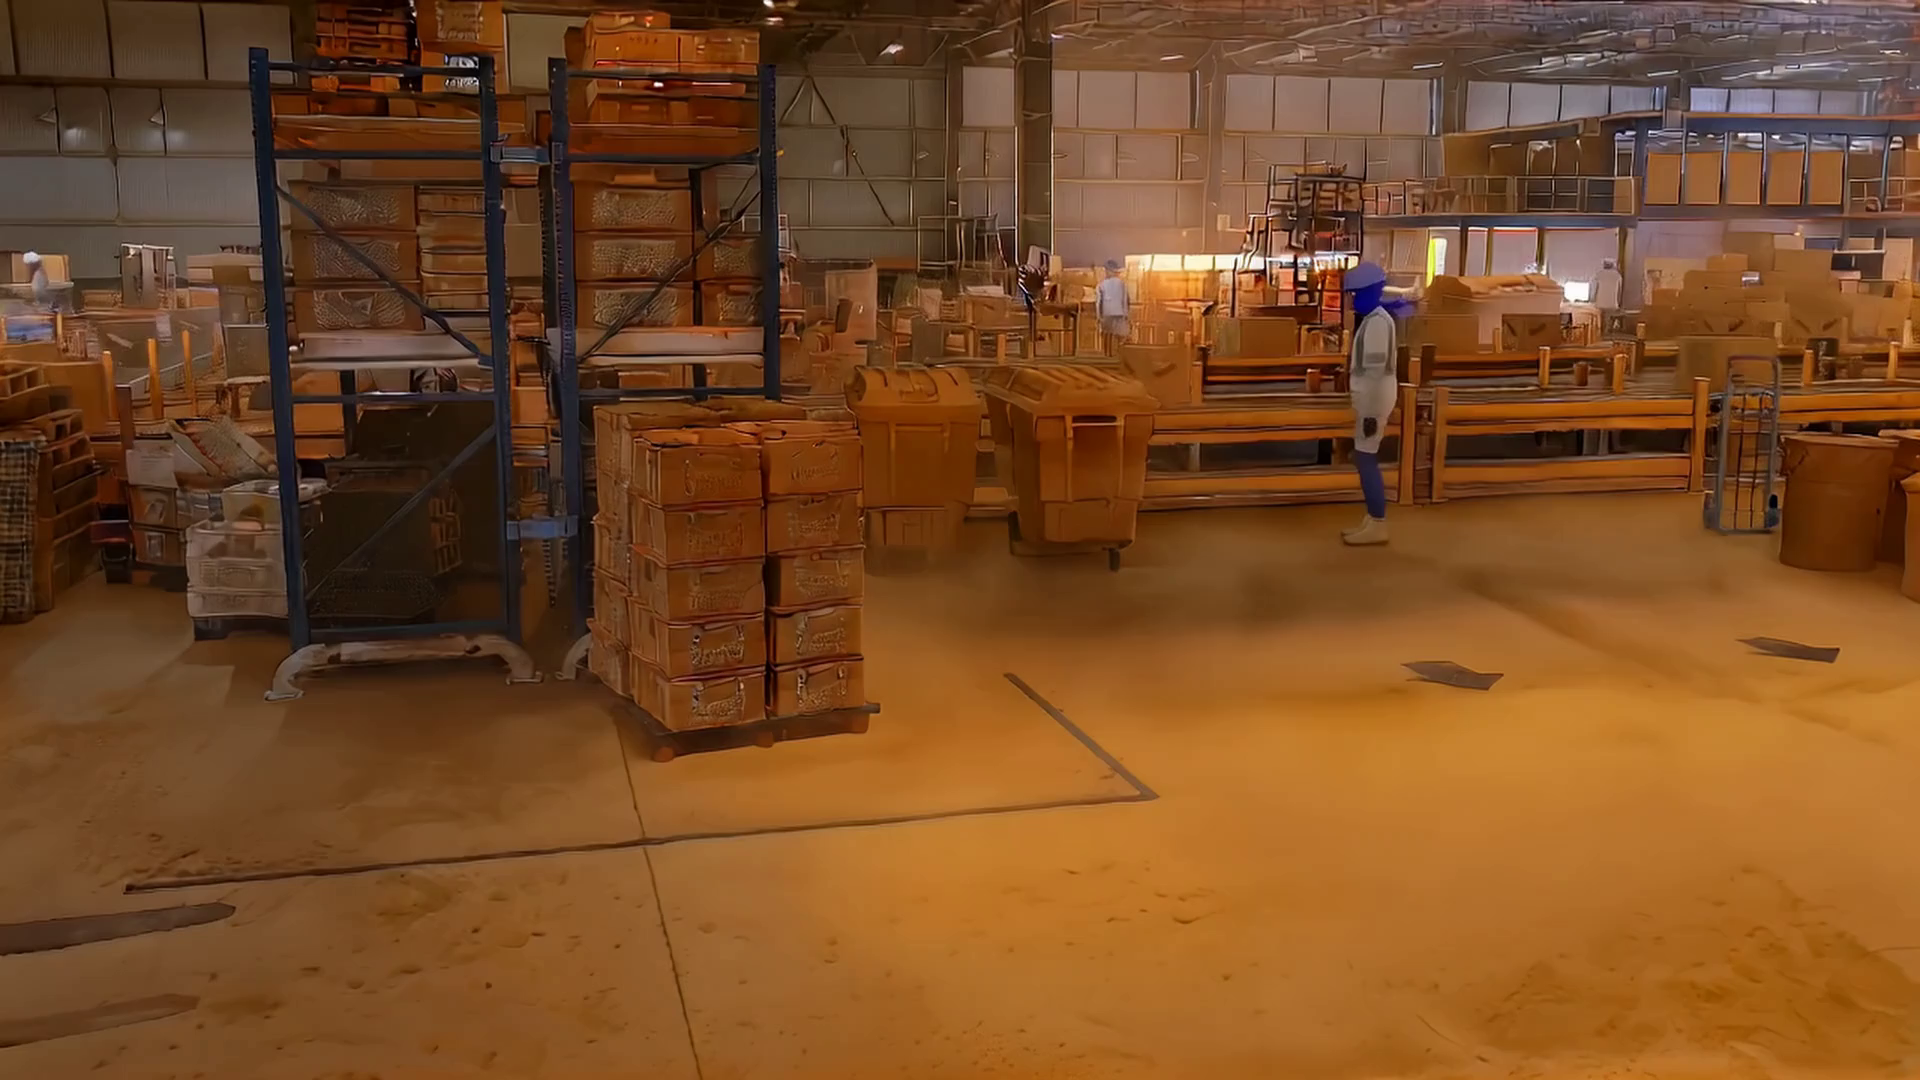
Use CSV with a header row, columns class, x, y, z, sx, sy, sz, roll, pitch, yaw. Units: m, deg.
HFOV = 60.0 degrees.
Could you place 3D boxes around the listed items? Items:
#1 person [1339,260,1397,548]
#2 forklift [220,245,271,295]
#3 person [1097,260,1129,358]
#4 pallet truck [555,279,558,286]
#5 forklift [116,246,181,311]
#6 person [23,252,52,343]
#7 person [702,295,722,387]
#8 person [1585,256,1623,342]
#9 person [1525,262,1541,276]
class,x,y,z,sx,sy,sz,roll,pitch,yaw
person,2.895,-0.973,11.862,0.417,2.031,0.710,2,10,12
forklift,-17.749,-6.334,41.440,1.157,1.987,2.680,-3,10,-17
person,2.656,-3.919,28.980,0.551,1.884,1.008,1,10,7
pallet truck,-10.604,-6.375,44.520,0.653,1.274,1.630,-3,10,-15
forklift,-19.966,-6.232,40.894,1.157,1.987,2.680,-3,10,-15
person,-18.031,-4.620,32.544,0.523,2.016,0.646,-8,13,-37
person,-3.195,-2.409,20.406,0.654,1.882,0.687,-9,14,-43
person,12.841,-4.687,33.162,0.622,1.947,1.023,1,10,4
person,12.025,-4.935,34.951,0.421,1.801,0.625,6,12,32
